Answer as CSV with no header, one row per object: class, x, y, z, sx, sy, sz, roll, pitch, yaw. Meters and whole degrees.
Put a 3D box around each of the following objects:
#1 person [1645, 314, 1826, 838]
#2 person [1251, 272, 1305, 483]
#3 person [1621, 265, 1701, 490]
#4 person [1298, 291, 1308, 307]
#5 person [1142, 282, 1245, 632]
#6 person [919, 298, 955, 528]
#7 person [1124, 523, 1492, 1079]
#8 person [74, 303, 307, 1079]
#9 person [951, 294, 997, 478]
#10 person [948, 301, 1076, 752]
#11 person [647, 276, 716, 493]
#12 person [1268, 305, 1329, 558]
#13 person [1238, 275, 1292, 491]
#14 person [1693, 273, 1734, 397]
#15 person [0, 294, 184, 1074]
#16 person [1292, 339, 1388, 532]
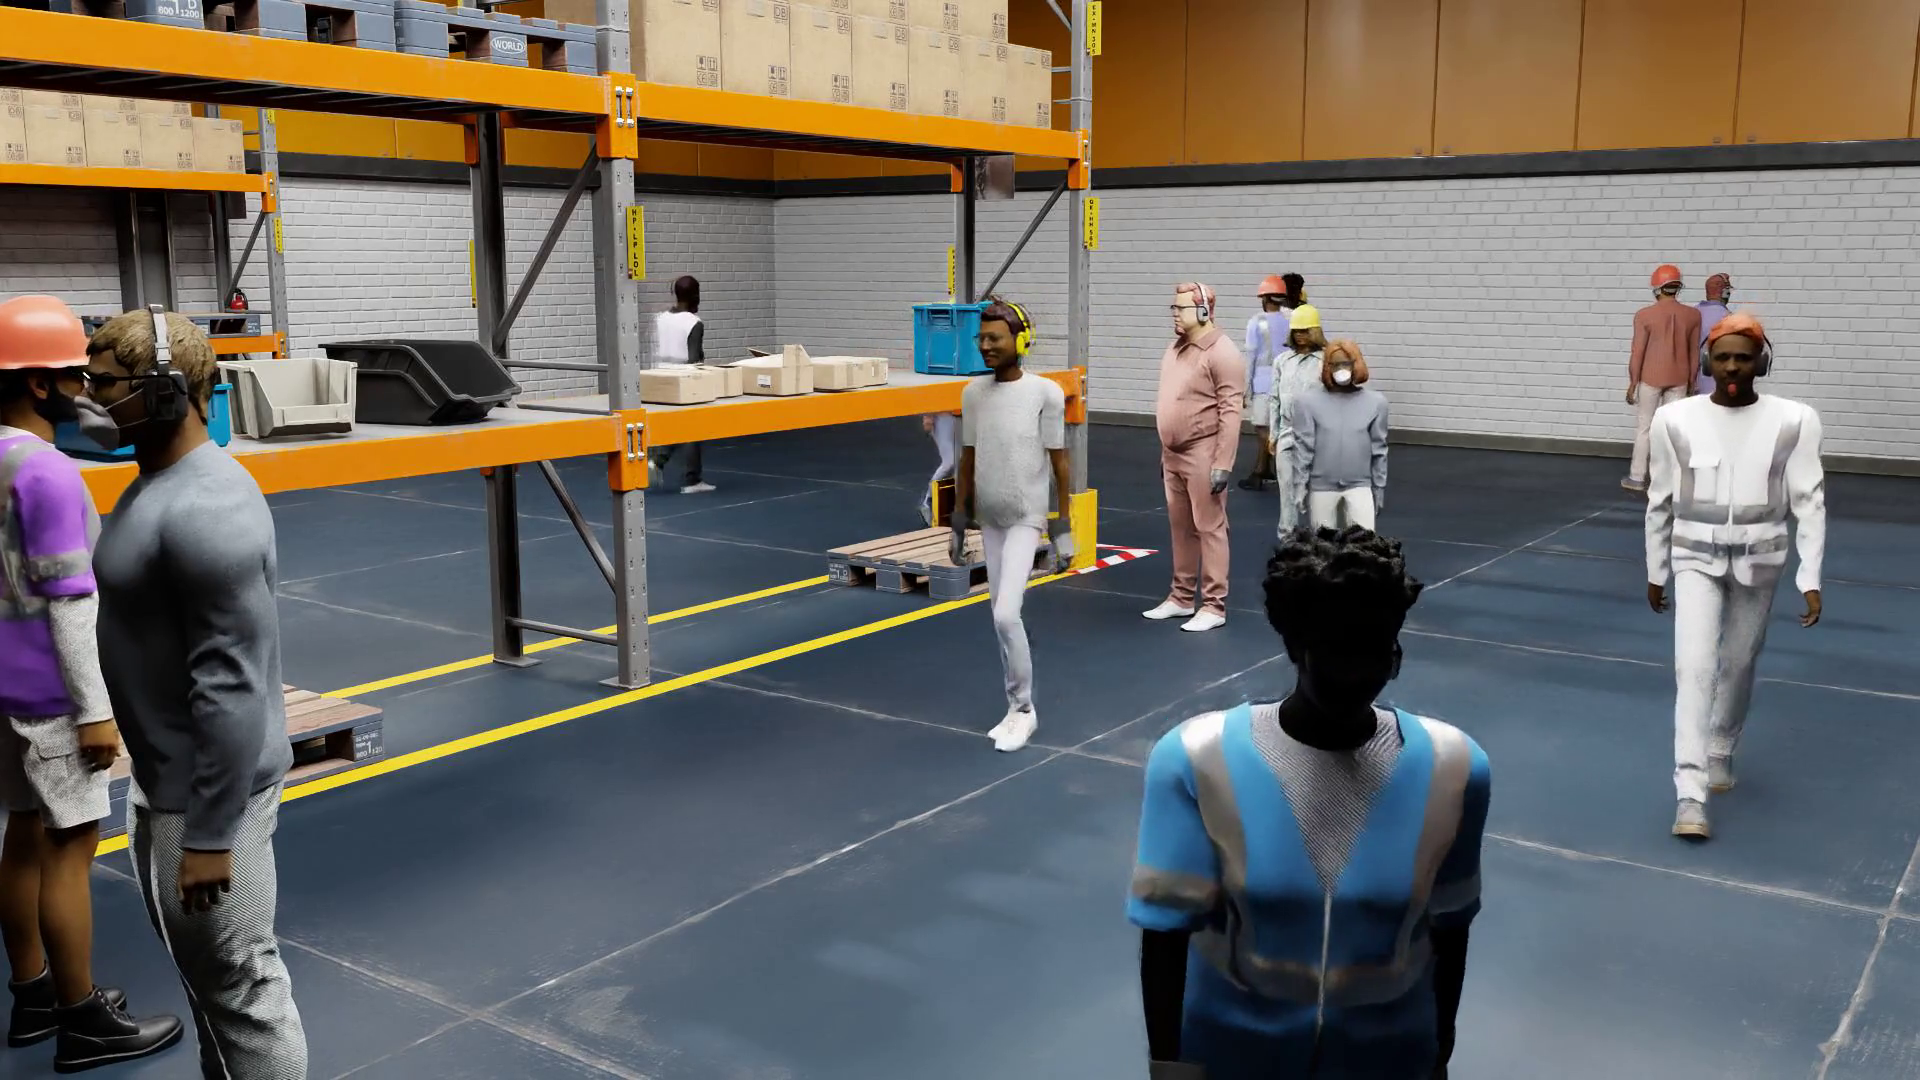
person,2.803,0.103,6.059,0.595,1.833,0.994,4,10,23
person,3.040,-1.489,15.283,1.017,1.905,0.622,-8,13,-41
person,6.150,-1.407,14.627,0.663,1.982,0.594,0,10,0
person,3.539,-1.774,17.557,0.541,1.722,0.833,4,10,22
person,1.274,-0.454,9.143,0.399,1.909,0.642,-4,10,-24
person,-0.042,-0.908,12.289,0.381,1.749,0.548,7,12,38
person,0.503,0.802,2.402,0.536,1.650,0.867,1,10,5
person,-1.540,0.504,3.339,0.372,1.940,0.632,-7,12,-34
person,0.249,-0.907,12.250,0.941,1.807,0.611,-3,10,-18
person,0.180,-0.051,6.886,0.557,1.856,0.600,7,12,36
person,-2.424,-1.335,14.416,0.607,1.895,0.538,9,13,43
person,2.268,-0.682,11.011,0.487,1.737,0.321,7,12,36
person,2.734,-1.322,14.336,0.556,1.902,0.864,-5,11,-28
person,6.840,-1.456,15.093,0.410,1.913,0.651,-1,10,-9
person,-2.281,0.360,4.197,0.545,1.939,0.374,8,13,41
person,1.984,-0.237,8.701,0.510,1.614,0.513,1,10,6
